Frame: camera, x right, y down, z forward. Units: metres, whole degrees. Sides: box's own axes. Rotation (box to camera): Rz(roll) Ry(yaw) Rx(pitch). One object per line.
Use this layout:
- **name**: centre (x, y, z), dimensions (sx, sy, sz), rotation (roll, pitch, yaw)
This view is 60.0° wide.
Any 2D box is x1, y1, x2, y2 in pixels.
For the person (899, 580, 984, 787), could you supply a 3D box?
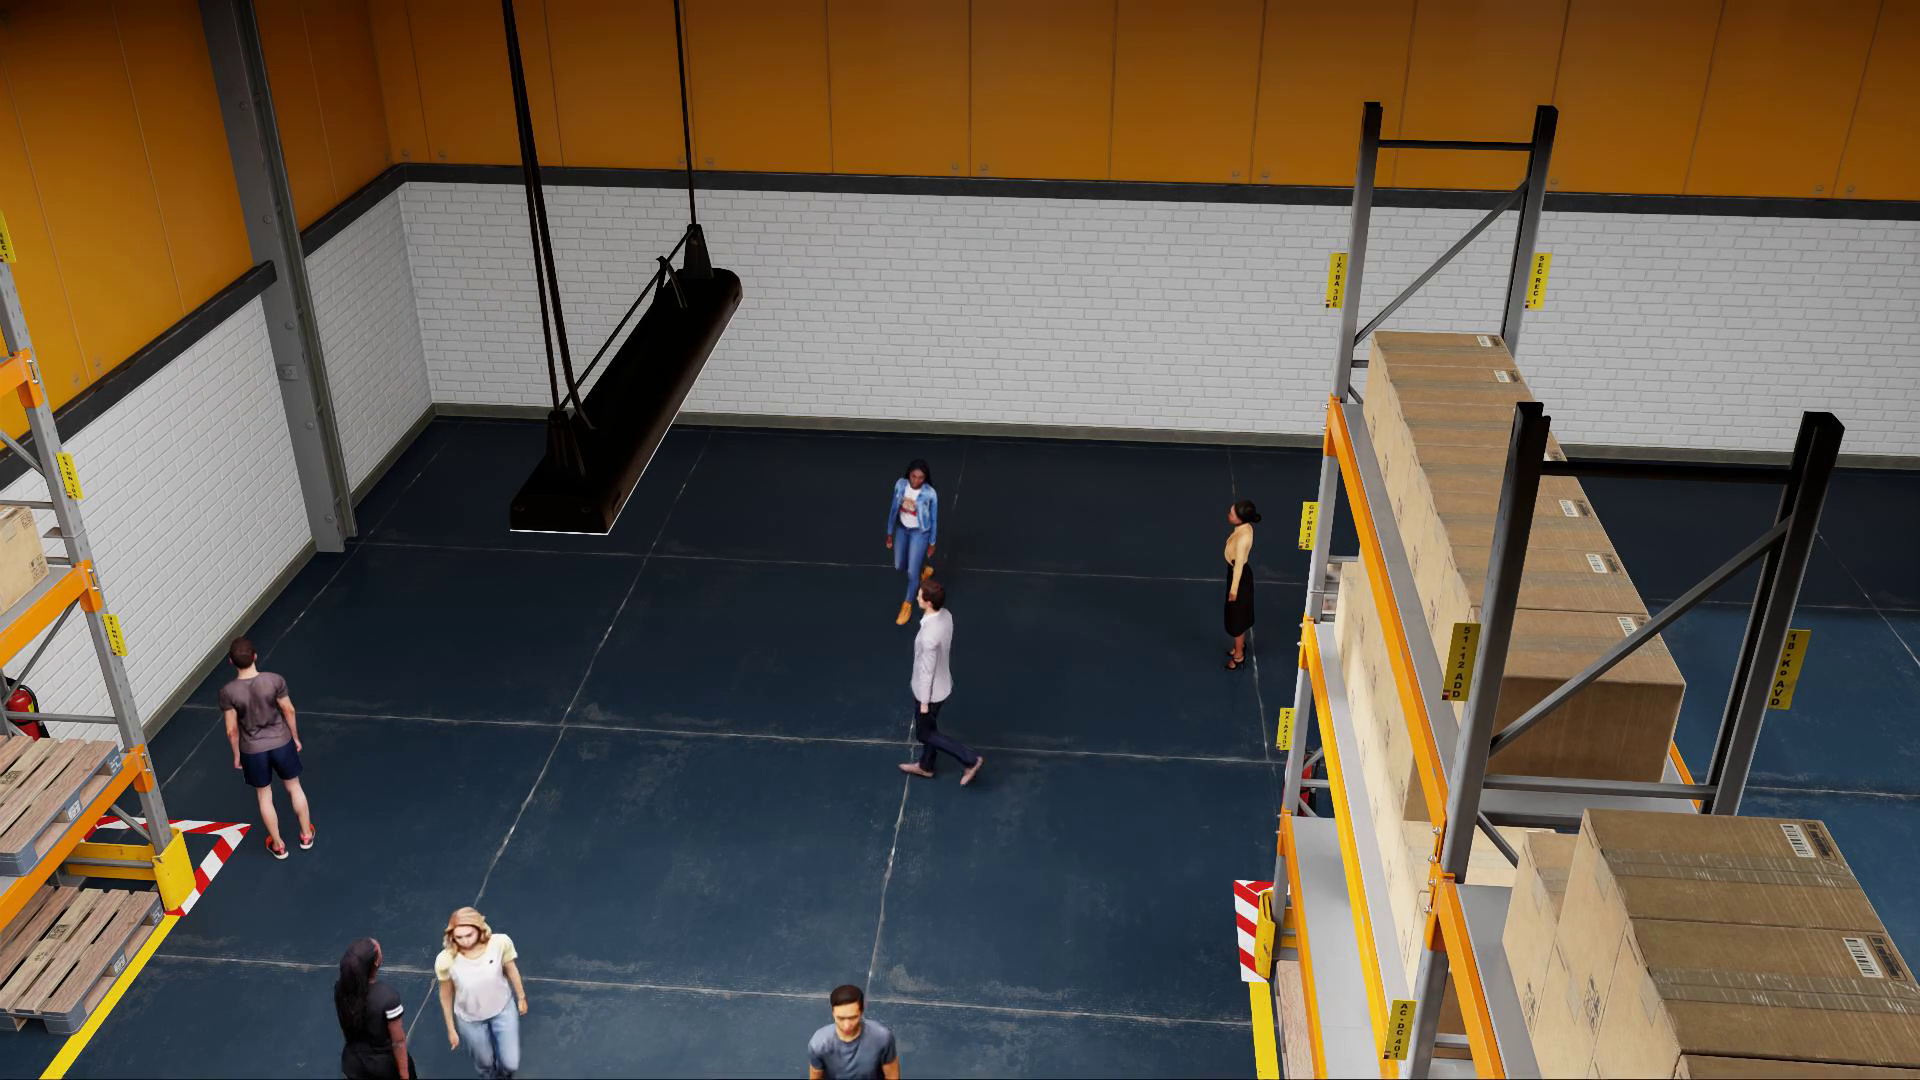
- **person**: centre (-0.143, 1.164, 13.103), dimensions (0.823, 1.831, 0.933), rotation (7, 29, 12)

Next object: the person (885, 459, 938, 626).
- **person**: centre (-0.386, -0.044, 15.468), dimensions (0.883, 1.686, 1.021), rotation (17, 33, 29)

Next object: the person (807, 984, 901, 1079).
- **person**: centre (-0.586, 3.178, 9.483), dimensions (0.881, 1.761, 1.229), rotation (-5, 29, -10)

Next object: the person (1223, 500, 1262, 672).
- **person**: centre (2.472, 0.387, 14.715), dimensions (0.649, 1.651, 0.513), rotation (6, 29, 11)

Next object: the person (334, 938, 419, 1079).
- **person**: centre (-3.422, 3.117, 9.669), dimensions (0.712, 1.690, 1.127), rotation (6, 29, 11)

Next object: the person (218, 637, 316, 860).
- **person**: centre (-5.164, 1.545, 12.382), dimensions (0.729, 1.851, 0.751), rotation (-16, 33, -27)

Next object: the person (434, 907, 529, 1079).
- **person**: centre (-2.918, 2.844, 10.156), dimensions (0.778, 1.703, 0.811), rotation (-14, 32, -24)
